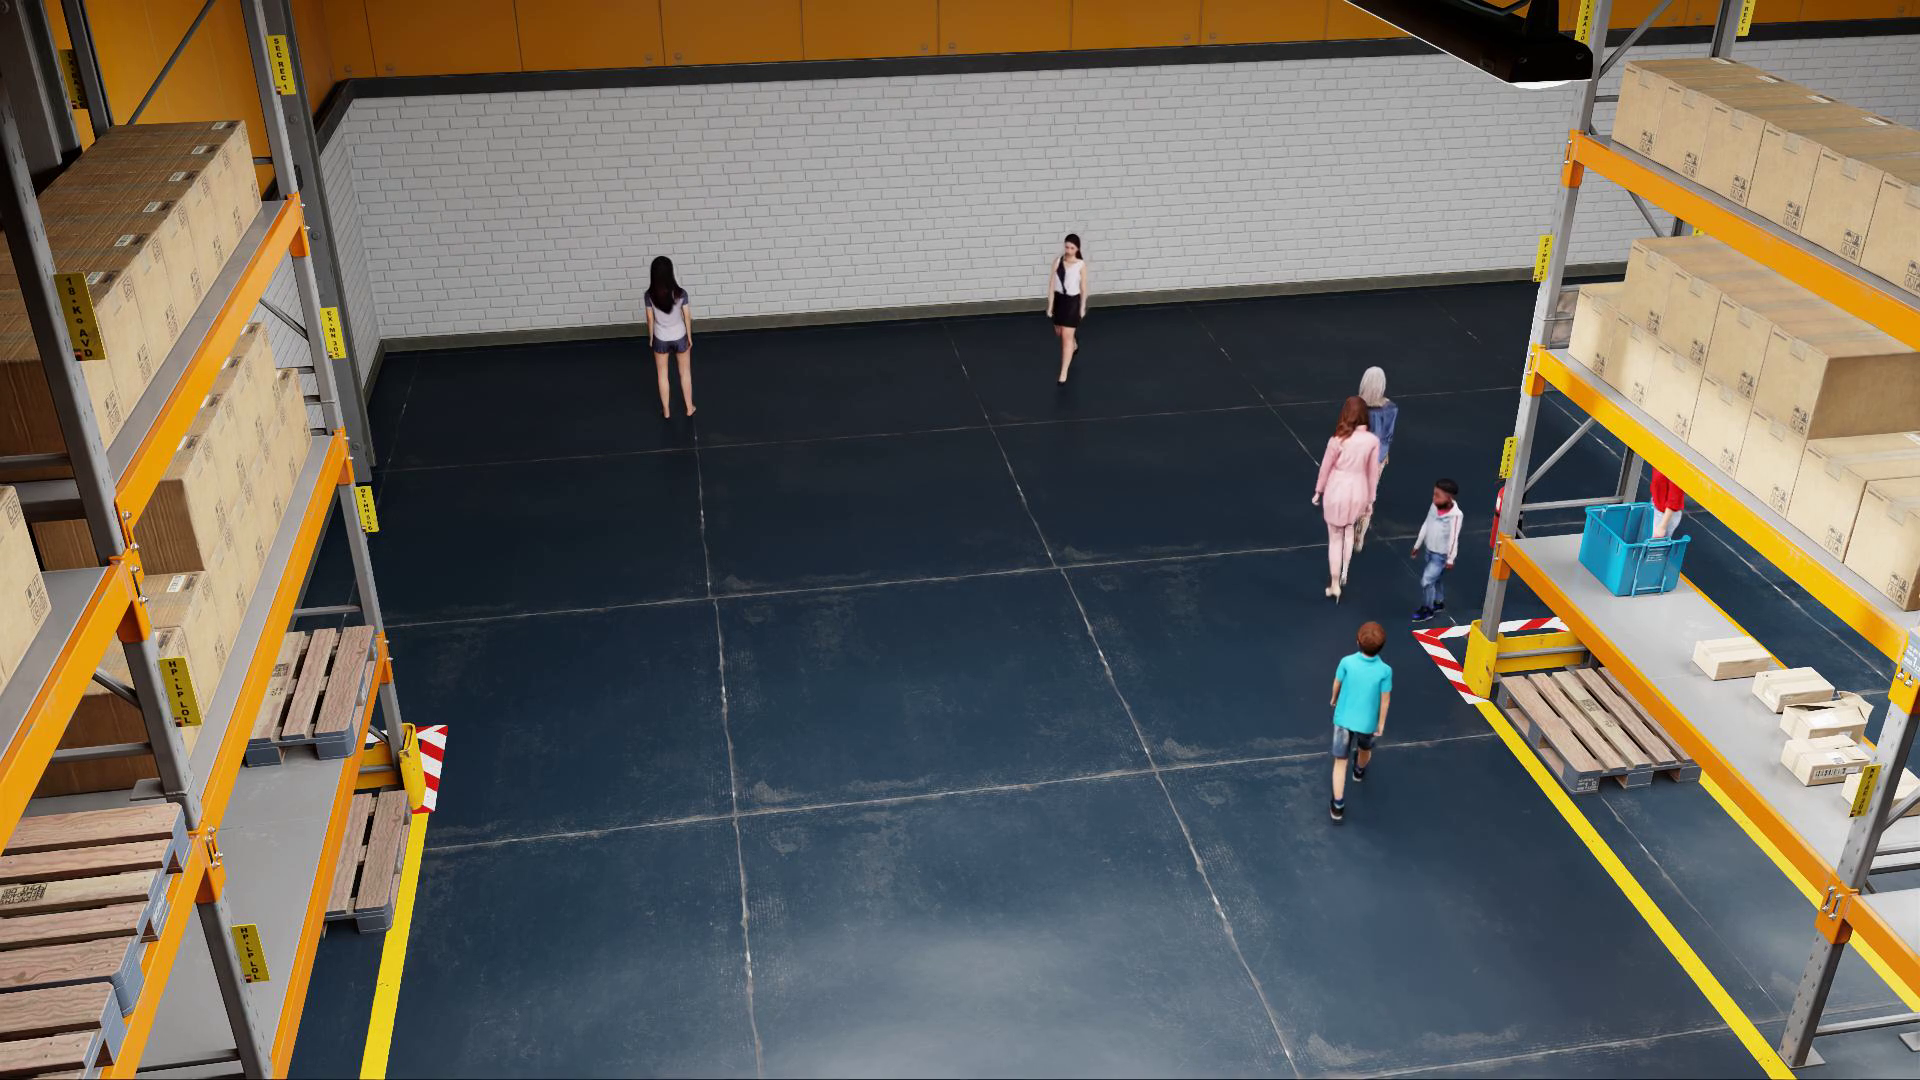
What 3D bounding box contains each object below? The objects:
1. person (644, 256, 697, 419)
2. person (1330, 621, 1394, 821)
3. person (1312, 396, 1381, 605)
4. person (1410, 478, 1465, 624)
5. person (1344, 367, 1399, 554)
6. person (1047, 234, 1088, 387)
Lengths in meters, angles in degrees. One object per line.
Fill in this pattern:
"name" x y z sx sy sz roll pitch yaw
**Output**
"person" -2.970 -2.075 16.988 0.590 1.707 0.506 -4 29 -8
"person" 2.672 1.239 11.223 0.794 1.409 1.023 7 29 12
"person" 3.176 -0.281 13.617 0.647 1.786 0.663 -3 29 -6
"person" 3.967 0.060 13.560 0.563 1.243 0.548 -9 30 -15
"person" 3.521 -0.663 14.425 0.713 1.683 0.739 6 29 10
"person" 1.169 -2.505 17.863 0.909 1.624 1.075 11 31 20
